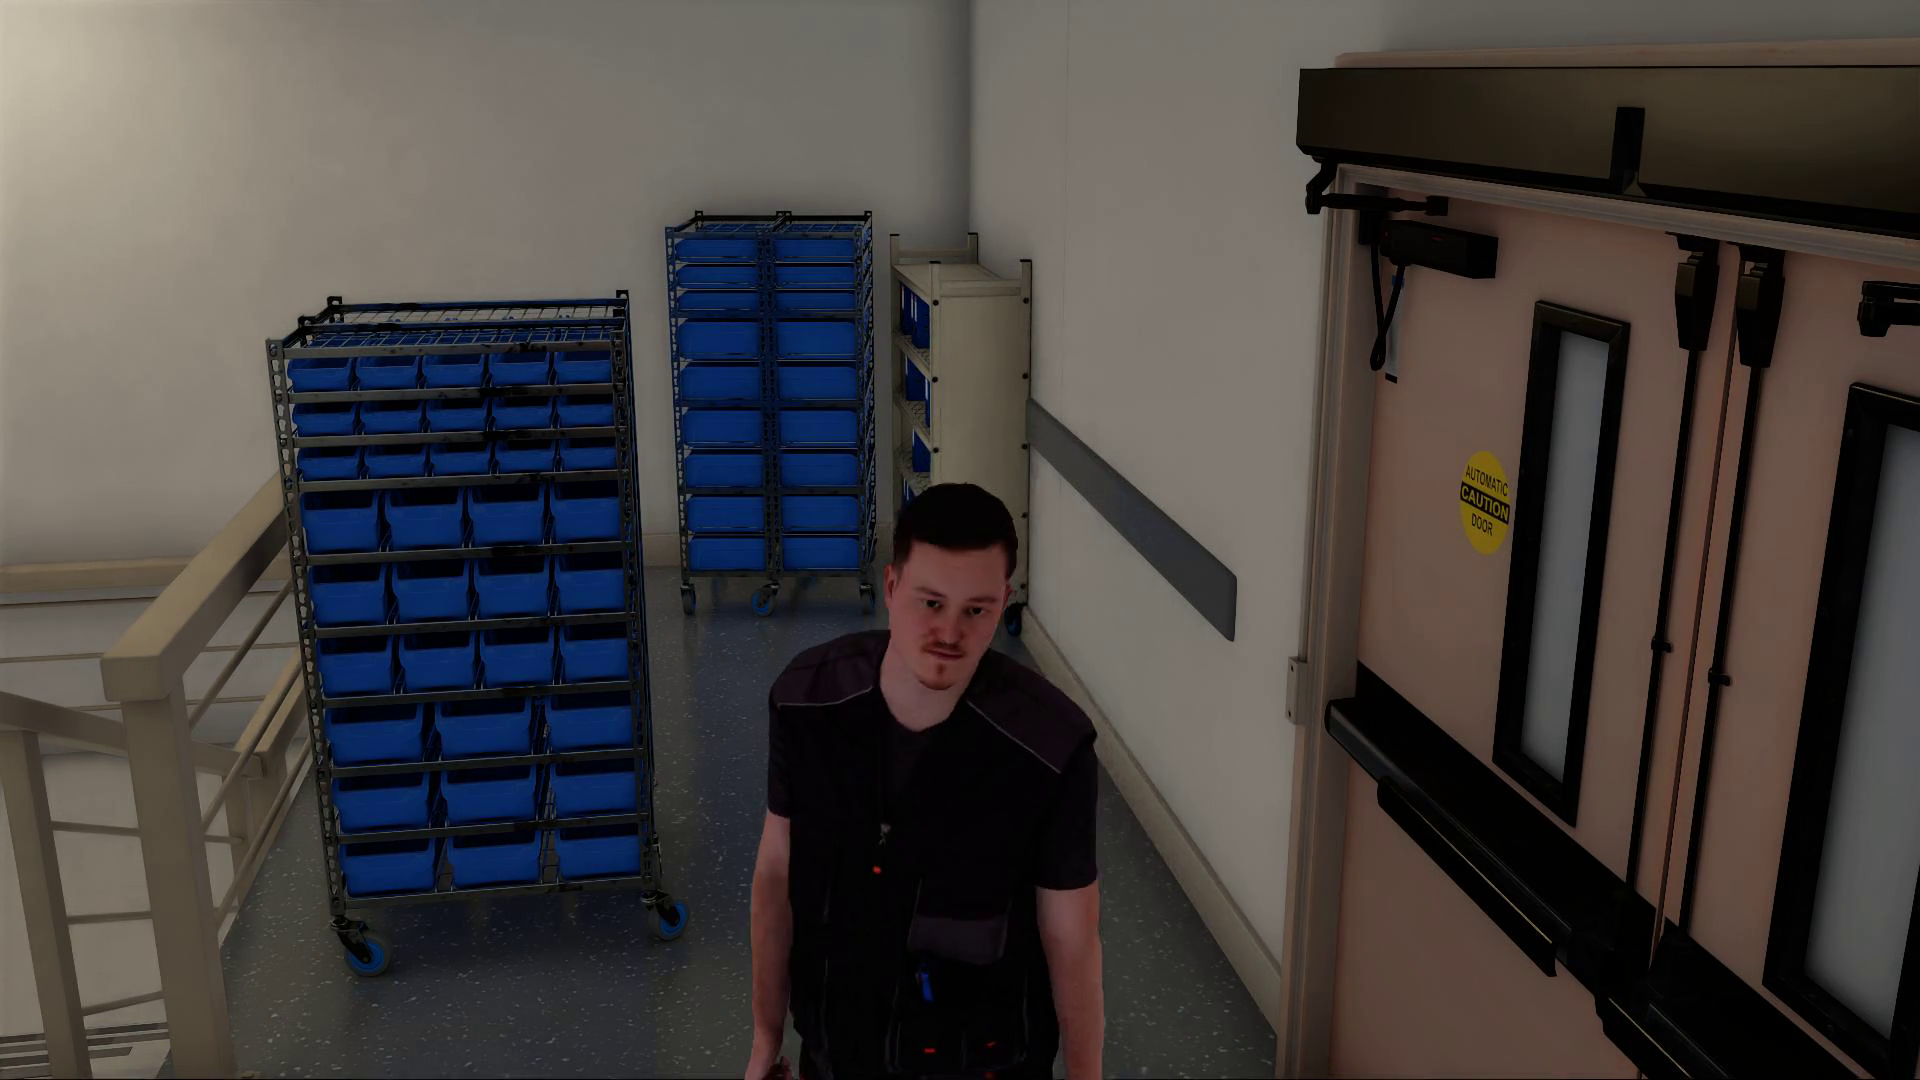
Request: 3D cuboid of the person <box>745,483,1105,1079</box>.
[{"bbox_3d":[-0.018,0.784,2.624,1.135,1.814,1.223,10,19,32],"label":"person"}]
